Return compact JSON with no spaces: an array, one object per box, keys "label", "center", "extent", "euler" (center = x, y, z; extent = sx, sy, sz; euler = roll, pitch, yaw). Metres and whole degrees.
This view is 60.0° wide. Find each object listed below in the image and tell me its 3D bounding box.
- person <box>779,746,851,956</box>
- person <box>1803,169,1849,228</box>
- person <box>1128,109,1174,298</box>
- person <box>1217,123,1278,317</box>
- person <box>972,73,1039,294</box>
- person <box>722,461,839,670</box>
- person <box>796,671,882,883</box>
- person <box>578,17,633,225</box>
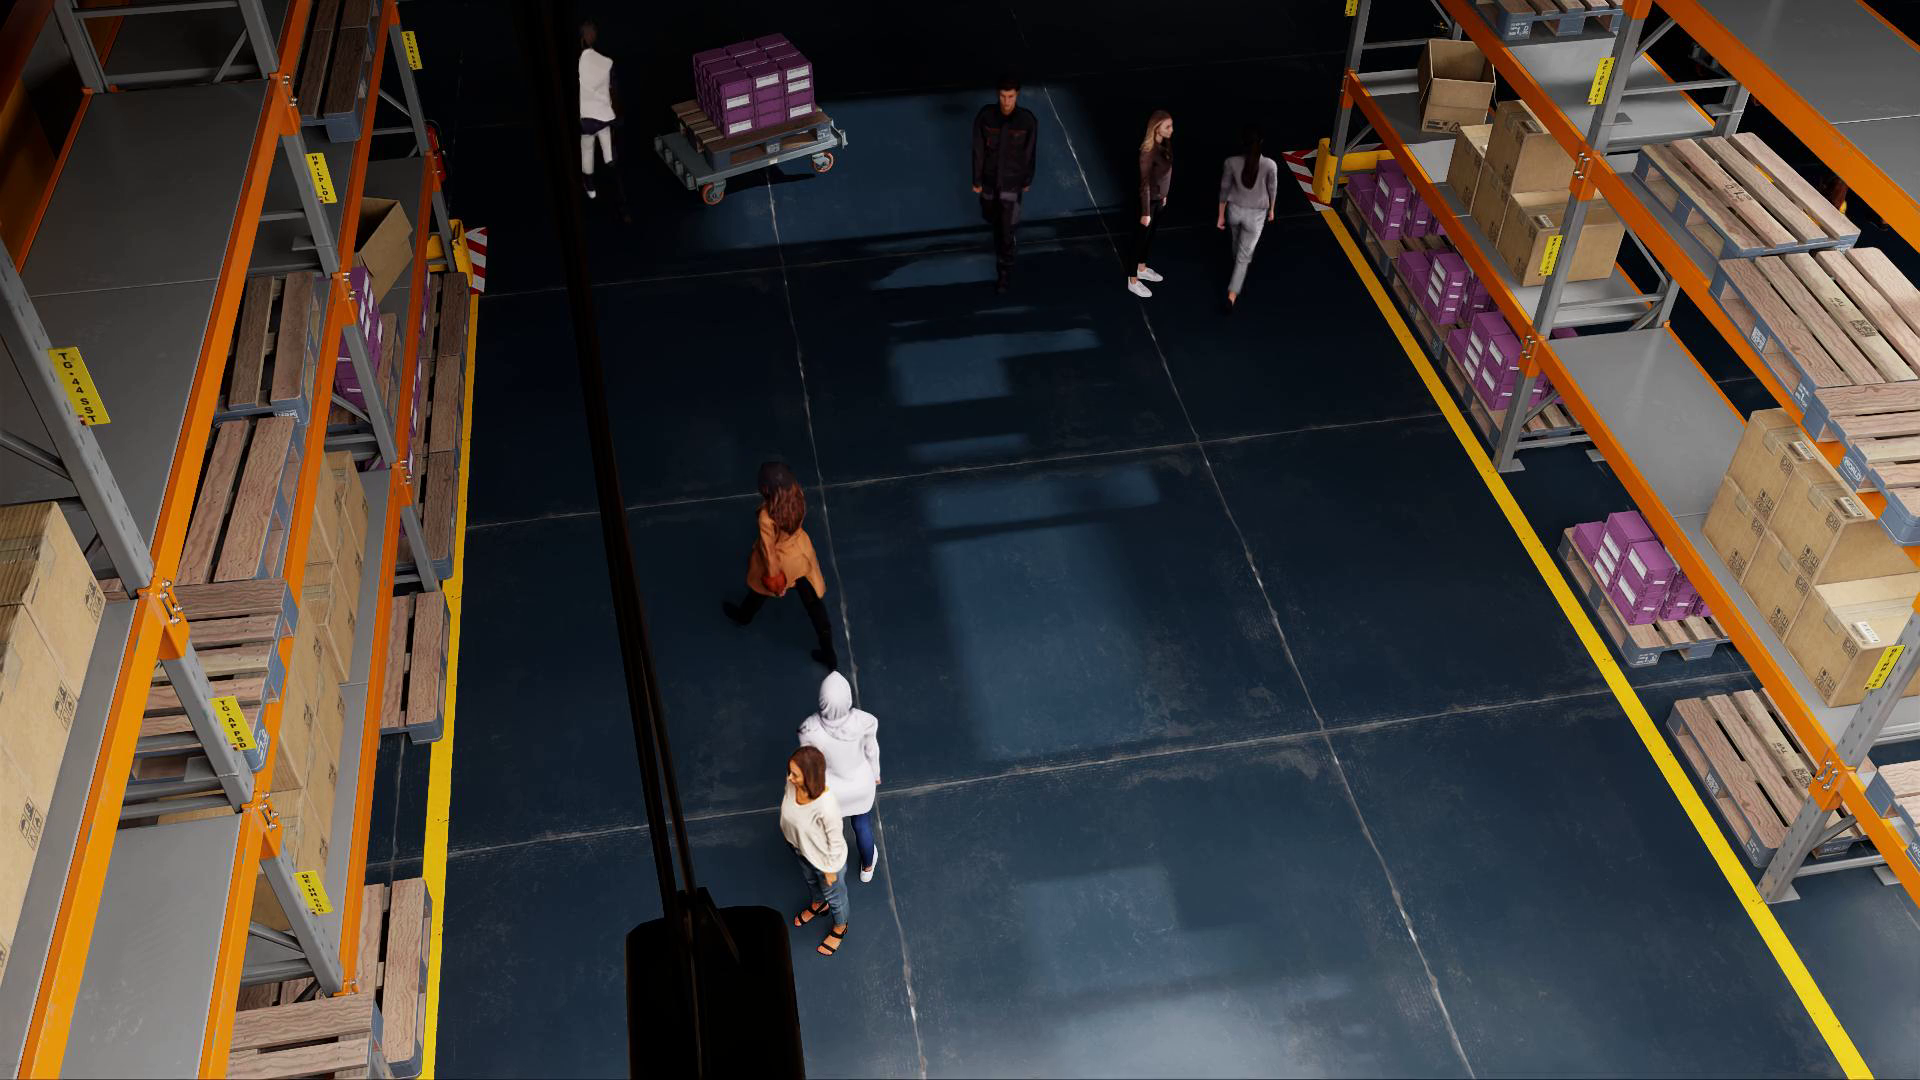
[{"label":"person","center":[-0.796,1.713,9.318],"extent":[0.763,1.682,0.641],"euler":[-29,51,-27]},{"label":"person","center":[6.801,-2.161,13.344],"extent":[0.687,1.739,0.847],"euler":[-17,46,-17]},{"label":"person","center":[1.609,-2.889,14.134],"extent":[0.734,1.703,0.655],"euler":[22,48,22]},{"label":"person","center":[2.371,-2.637,13.921],"extent":[0.997,1.631,1.188],"euler":[16,46,17]},{"label":"person","center":[0.365,-3.149,14.260],"extent":[0.995,1.907,1.303],"euler":[8,44,8]},{"label":"person","center":[-1.052,0.205,10.905],"extent":[1.264,1.677,1.183],"euler":[29,51,27]},{"label":"person","center":[-0.675,1.401,9.579],"extent":[0.600,1.776,0.505],"euler":[-7,44,-7]},{"label":"person","center":[-3.212,-3.686,14.874],"extent":[0.953,1.837,1.303],"euler":[-22,48,-21]}]
